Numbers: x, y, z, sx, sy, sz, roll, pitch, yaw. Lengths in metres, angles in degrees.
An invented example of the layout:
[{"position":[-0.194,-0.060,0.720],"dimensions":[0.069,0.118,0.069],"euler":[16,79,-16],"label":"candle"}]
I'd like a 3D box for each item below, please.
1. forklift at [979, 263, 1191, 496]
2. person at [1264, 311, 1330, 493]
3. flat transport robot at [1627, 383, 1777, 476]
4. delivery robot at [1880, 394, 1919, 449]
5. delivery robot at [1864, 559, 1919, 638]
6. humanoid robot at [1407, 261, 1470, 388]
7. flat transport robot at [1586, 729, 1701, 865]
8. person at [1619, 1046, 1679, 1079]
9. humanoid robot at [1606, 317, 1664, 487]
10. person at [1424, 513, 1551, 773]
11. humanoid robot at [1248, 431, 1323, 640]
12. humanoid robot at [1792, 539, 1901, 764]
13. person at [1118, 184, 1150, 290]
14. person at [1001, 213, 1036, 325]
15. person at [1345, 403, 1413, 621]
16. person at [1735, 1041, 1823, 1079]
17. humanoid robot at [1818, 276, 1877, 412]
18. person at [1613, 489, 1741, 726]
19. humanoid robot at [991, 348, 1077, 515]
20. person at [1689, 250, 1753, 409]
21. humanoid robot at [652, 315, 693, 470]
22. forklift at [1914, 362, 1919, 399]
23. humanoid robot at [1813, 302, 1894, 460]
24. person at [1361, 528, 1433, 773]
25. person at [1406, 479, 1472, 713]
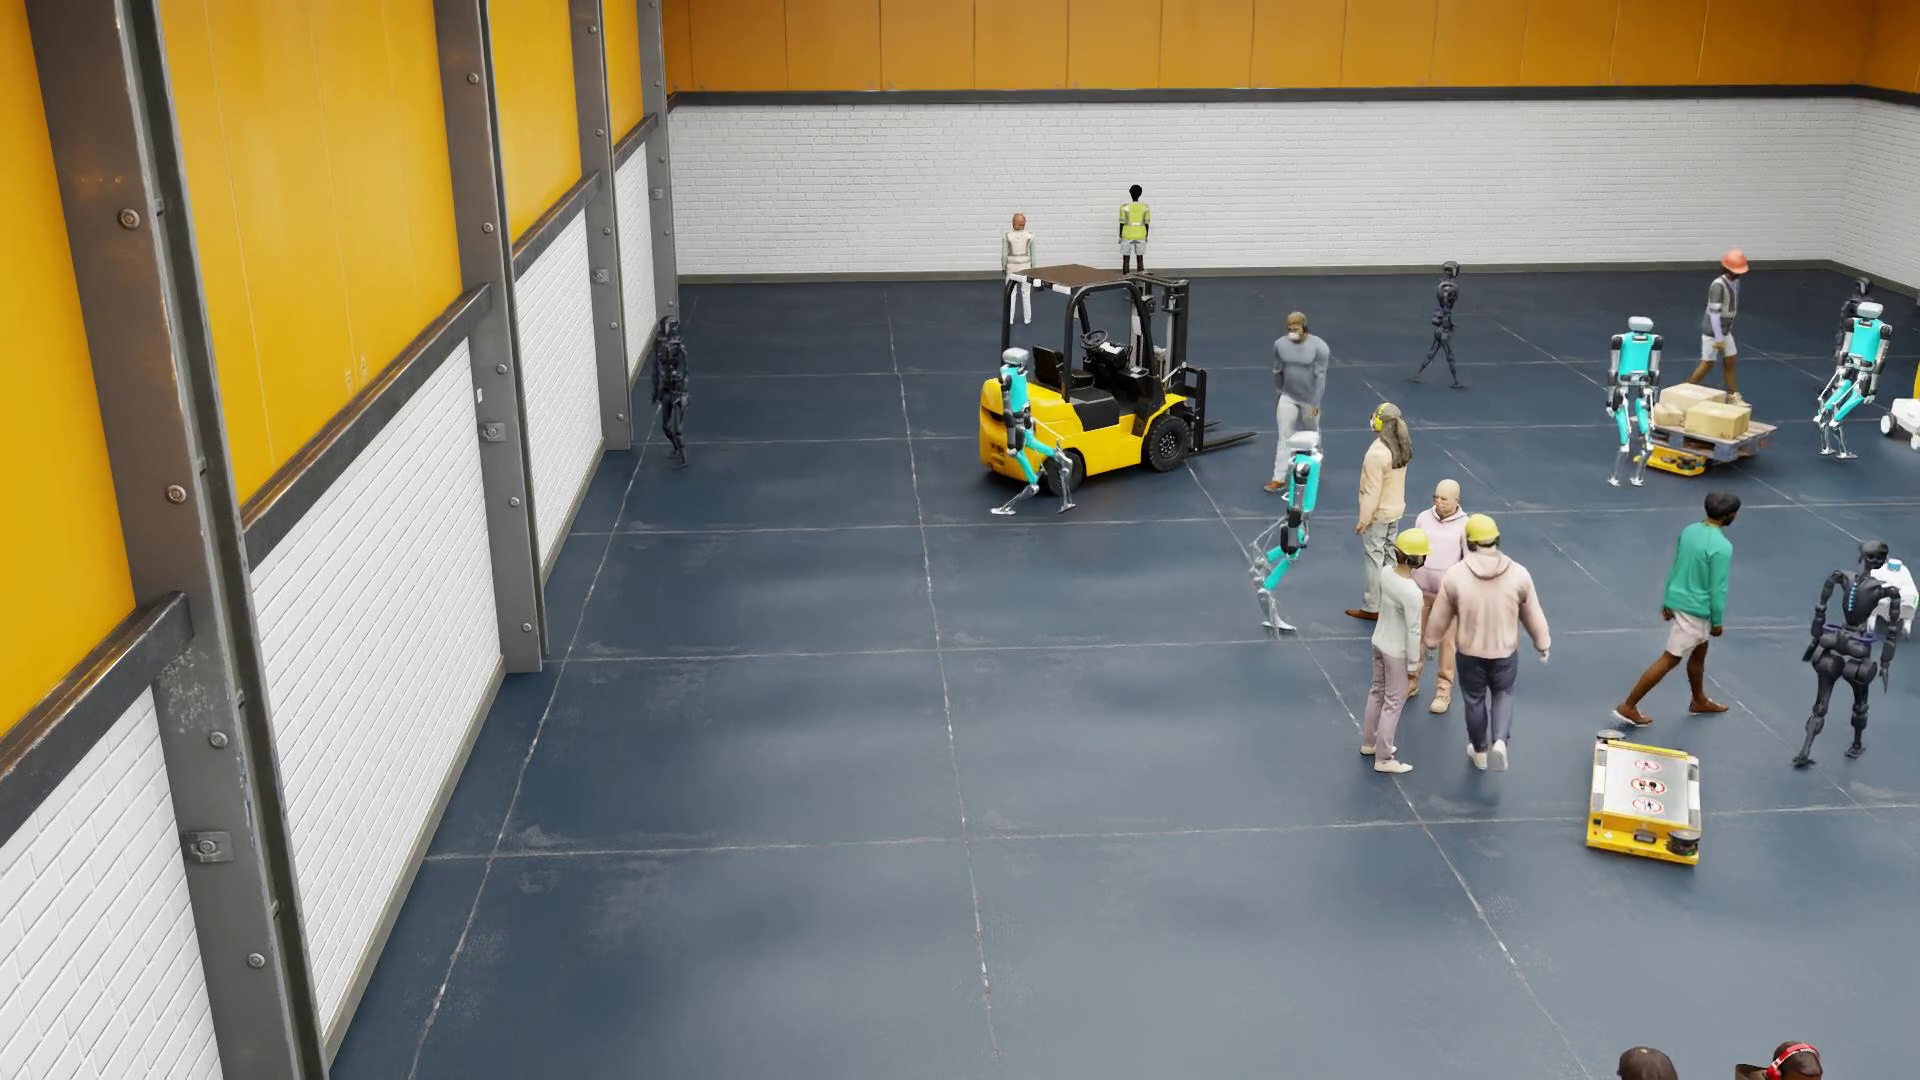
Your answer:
[{"position":[1.315,-1.764,17.646],"dimensions":[2.313,2.155,1.214],"euler":[-14,24,-33],"label":"forklift"},{"position":[3.536,-1.470,17.305],"dimensions":[0.627,1.896,0.951],"euler":[13,24,31],"label":"person"},{"position":[8.117,-0.982,18.302],"dimensions":[1.431,0.231,0.659],"euler":[-15,25,-35],"label":"flat transport robot"},{"position":[10.909,-1.363,18.935],"dimensions":[0.499,0.600,0.804],"euler":[1,20,3],"label":"delivery robot"},{"position":[7.802,0.459,13.982],"dimensions":[0.499,0.609,0.812],"euler":[8,21,20],"label":"delivery robot"},{"position":[6.158,-2.742,21.134],"dimensions":[0.796,1.634,0.598],"euler":[7,21,19],"label":"humanoid robot"},{"position":[4.536,1.688,11.028],"dimensions":[0.659,0.231,1.431],"euler":[8,22,20],"label":"flat transport robot"},{"position":[2.479,2.664,6.187],"dimensions":[0.468,1.774,0.379],"euler":[-5,21,-14],"label":"person"},{"position":[7.026,-1.388,17.270],"dimensions":[0.530,1.766,0.704],"euler":[1,20,2],"label":"humanoid robot"},{"position":[3.589,0.741,11.337],"dimensions":[0.832,1.830,0.568],"euler":[4,21,12],"label":"person"},{"position":[2.577,-0.006,13.615],"dimensions":[0.707,1.862,0.546],"euler":[8,22,21],"label":"humanoid robot"},{"position":[6.144,0.792,11.523],"dimensions":[0.700,1.649,0.610],"euler":[-14,25,-34],"label":"humanoid robot"},{"position":[2.814,-4.897,26.908],"dimensions":[0.527,1.688,0.321],"euler":[-3,20,-9],"label":"person"},{"position":[0.862,-3.983,24.487],"dimensions":[0.519,1.640,0.305],"euler":[-2,20,-4],"label":"person"},{"position":[3.535,-0.232,13.931],"dimensions":[0.402,1.877,0.552],"euler":[18,27,41],"label":"person"},{"position":[3.084,2.625,6.462],"dimensions":[0.470,1.650,0.309],"euler":[-14,25,-34],"label":"person"},{"position":[10.743,-2.372,20.056],"dimensions":[0.599,1.646,0.417],"euler":[-8,22,-21],"label":"humanoid robot"},{"position":[5.258,0.496,12.067],"dimensions":[0.942,1.803,0.488],"euler":[-2,20,-4],"label":"person"},{"position":[0.788,-0.978,16.257],"dimensions":[1.052,1.775,0.562],"euler":[8,22,21],"label":"humanoid robot"},{"position":[9.188,-2.493,19.935],"dimensions":[0.690,1.981,0.853],"euler":[-18,27,-41],"label":"person"},{"position":[-3.113,-1.632,18.054],"dimensions":[0.600,1.630,0.466],"euler":[17,26,38],"label":"humanoid robot"},{"position":[12.602,-2.435,19.475],"dimensions":[2.313,2.155,1.214],"euler":[-1,20,-4],"label":"forklift"},{"position":[9.523,-1.694,17.914],"dimensions":[0.735,1.680,0.533],"euler":[-9,22,-24],"label":"humanoid robot"},{"position":[3.014,0.749,11.428],"dimensions":[0.333,1.757,0.515],"euler":[-5,21,-13],"label":"person"},{"position":[3.551,0.393,12.359],"dimensions":[0.519,1.783,0.402],"euler":[16,25,37],"label":"person"}]
